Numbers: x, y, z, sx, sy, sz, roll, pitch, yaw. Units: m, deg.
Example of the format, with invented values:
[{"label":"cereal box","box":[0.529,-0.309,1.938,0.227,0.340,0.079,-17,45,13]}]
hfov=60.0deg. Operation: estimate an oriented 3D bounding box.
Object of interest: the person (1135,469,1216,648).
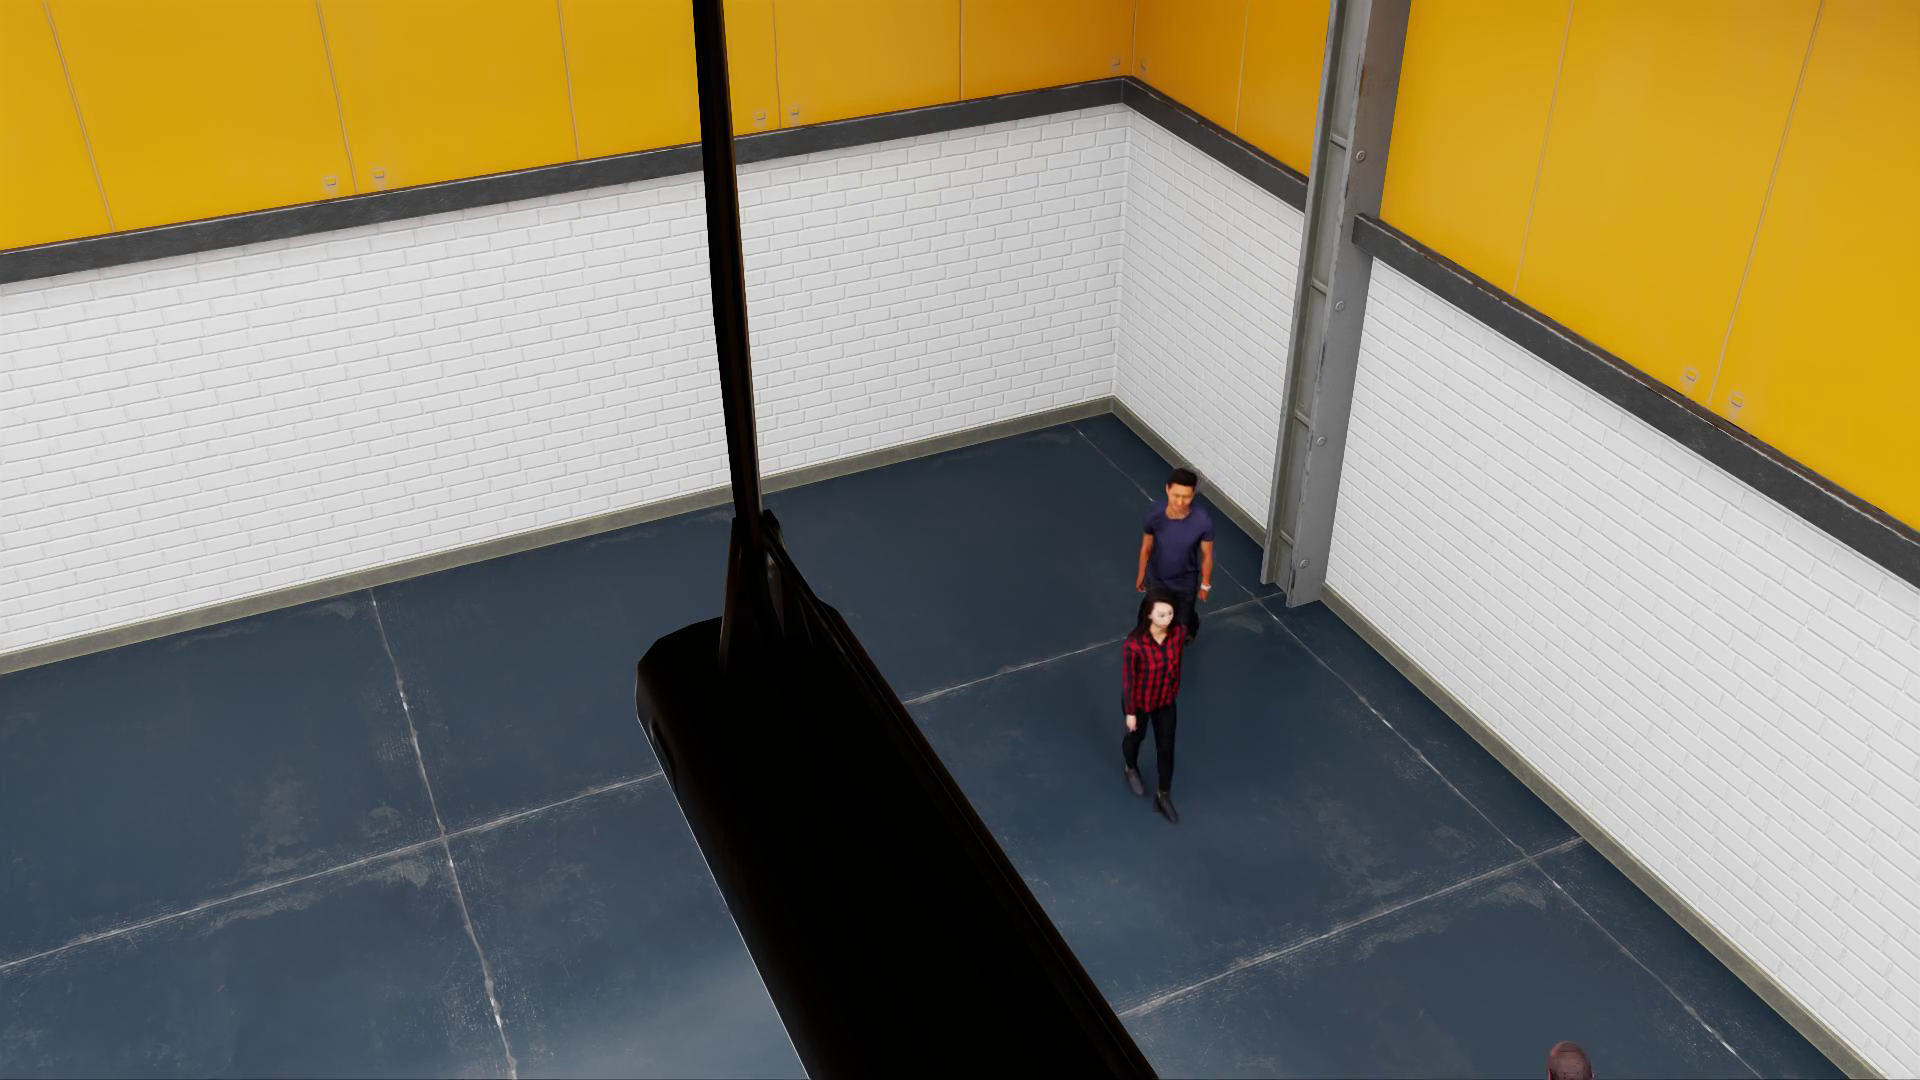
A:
[{"label":"person","box":[1.462,0.222,11.198,1.055,1.771,1.133,10,35,15]}]

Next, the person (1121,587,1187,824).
[{"label":"person","box":[1.119,0.929,10.255,0.603,1.639,0.784,-13,36,-19]}]
